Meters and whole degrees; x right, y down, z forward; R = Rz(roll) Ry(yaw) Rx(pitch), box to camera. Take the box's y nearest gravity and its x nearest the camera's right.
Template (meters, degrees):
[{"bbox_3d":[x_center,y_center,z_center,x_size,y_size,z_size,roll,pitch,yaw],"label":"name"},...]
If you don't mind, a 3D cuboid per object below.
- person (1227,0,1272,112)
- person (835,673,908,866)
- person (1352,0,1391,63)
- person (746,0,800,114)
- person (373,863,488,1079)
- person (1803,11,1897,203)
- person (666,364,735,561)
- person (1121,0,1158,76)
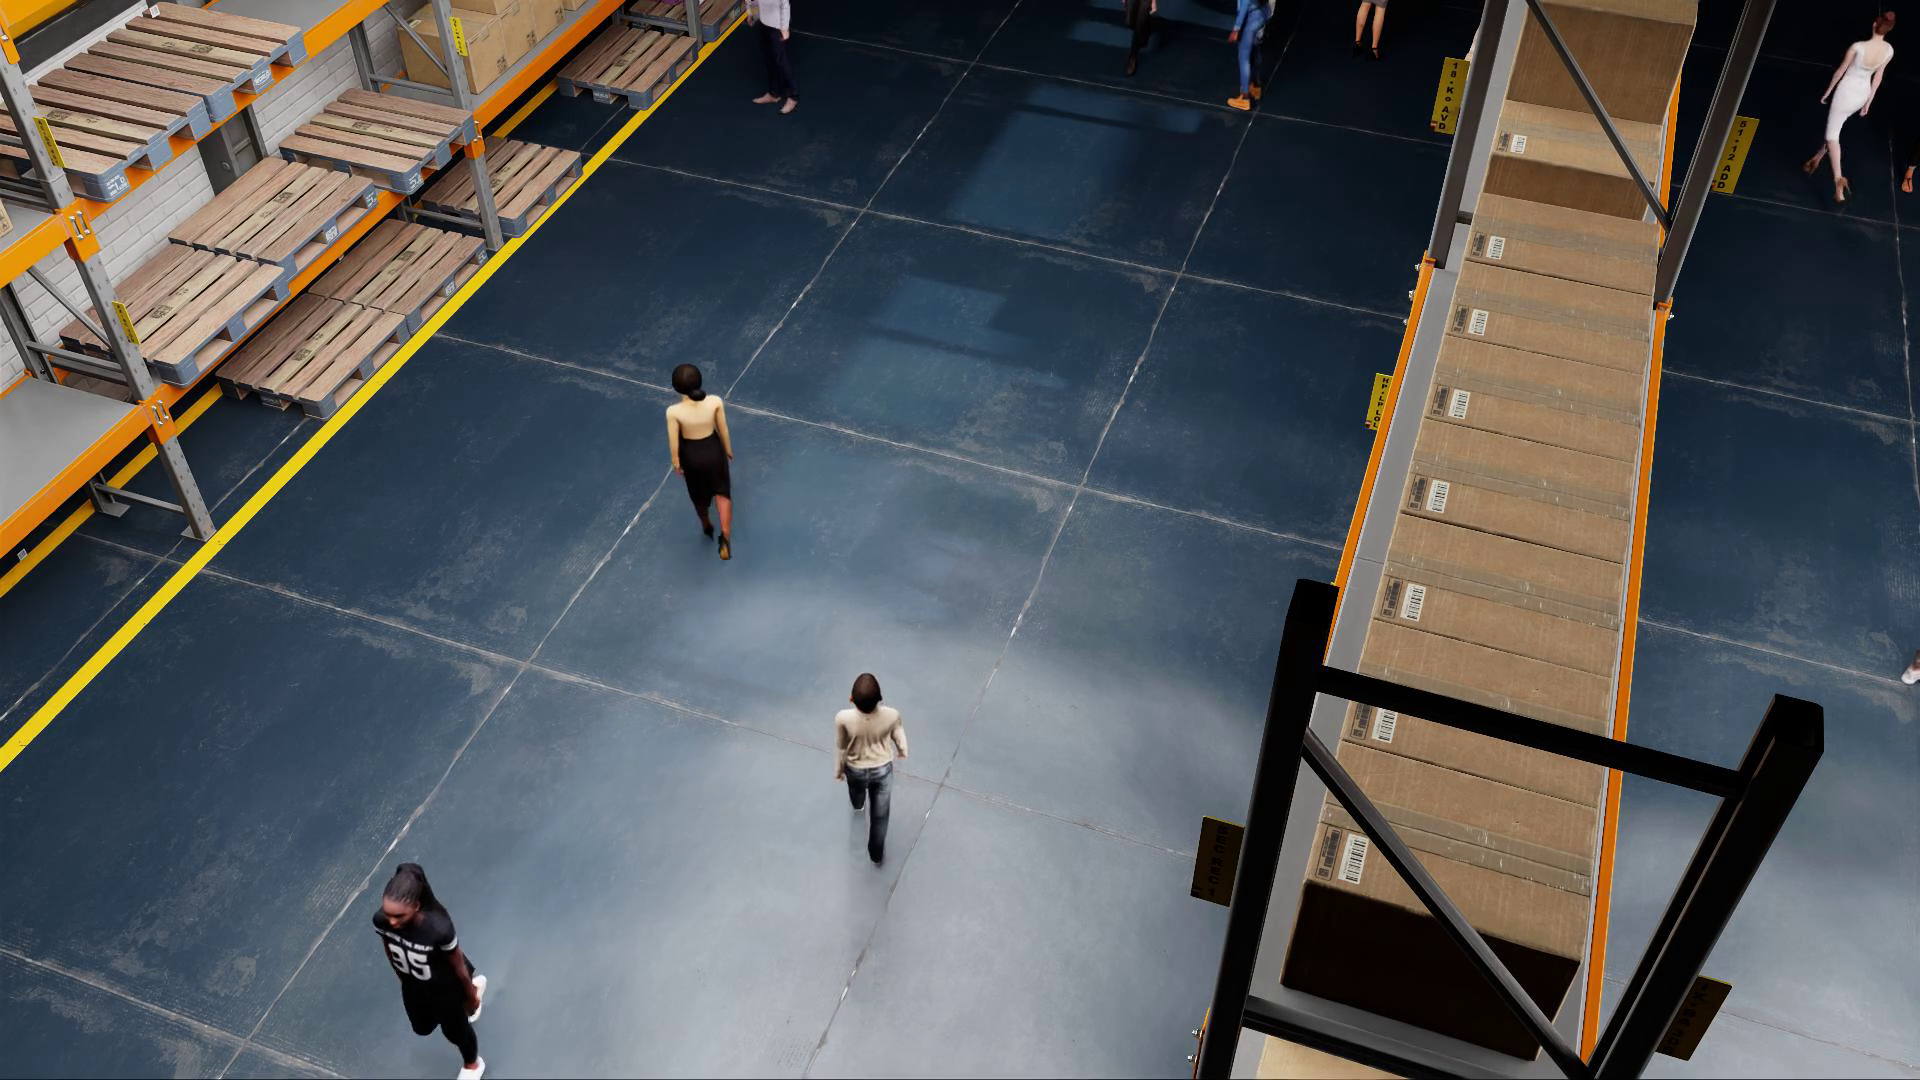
[{"bbox_3d":[2.894,-5.047,16.210,0.792,1.708,0.538,19,47,19],"label":"person"},{"bbox_3d":[-0.529,1.372,9.664,0.775,1.444,0.951,-1,44,-1],"label":"person"},{"bbox_3d":[4.257,-5.749,16.850,0.686,1.842,0.667,32,52,29],"label":"person"},{"bbox_3d":[-1.846,-5.065,16.137,0.757,1.836,0.798,-24,48,-23],"label":"person"},{"bbox_3d":[-2.662,2.217,8.579,0.667,1.717,0.873,9,44,9],"label":"person"},{"bbox_3d":[7.996,-3.863,14.933,0.840,1.755,1.174,0,44,0],"label":"person"},{"bbox_3d":[-1.760,-0.516,11.504,0.851,1.641,0.949,-12,45,-12],"label":"person"},{"bbox_3d":[1.875,-5.524,16.778,0.688,1.616,0.898,27,50,25],"label":"person"}]
